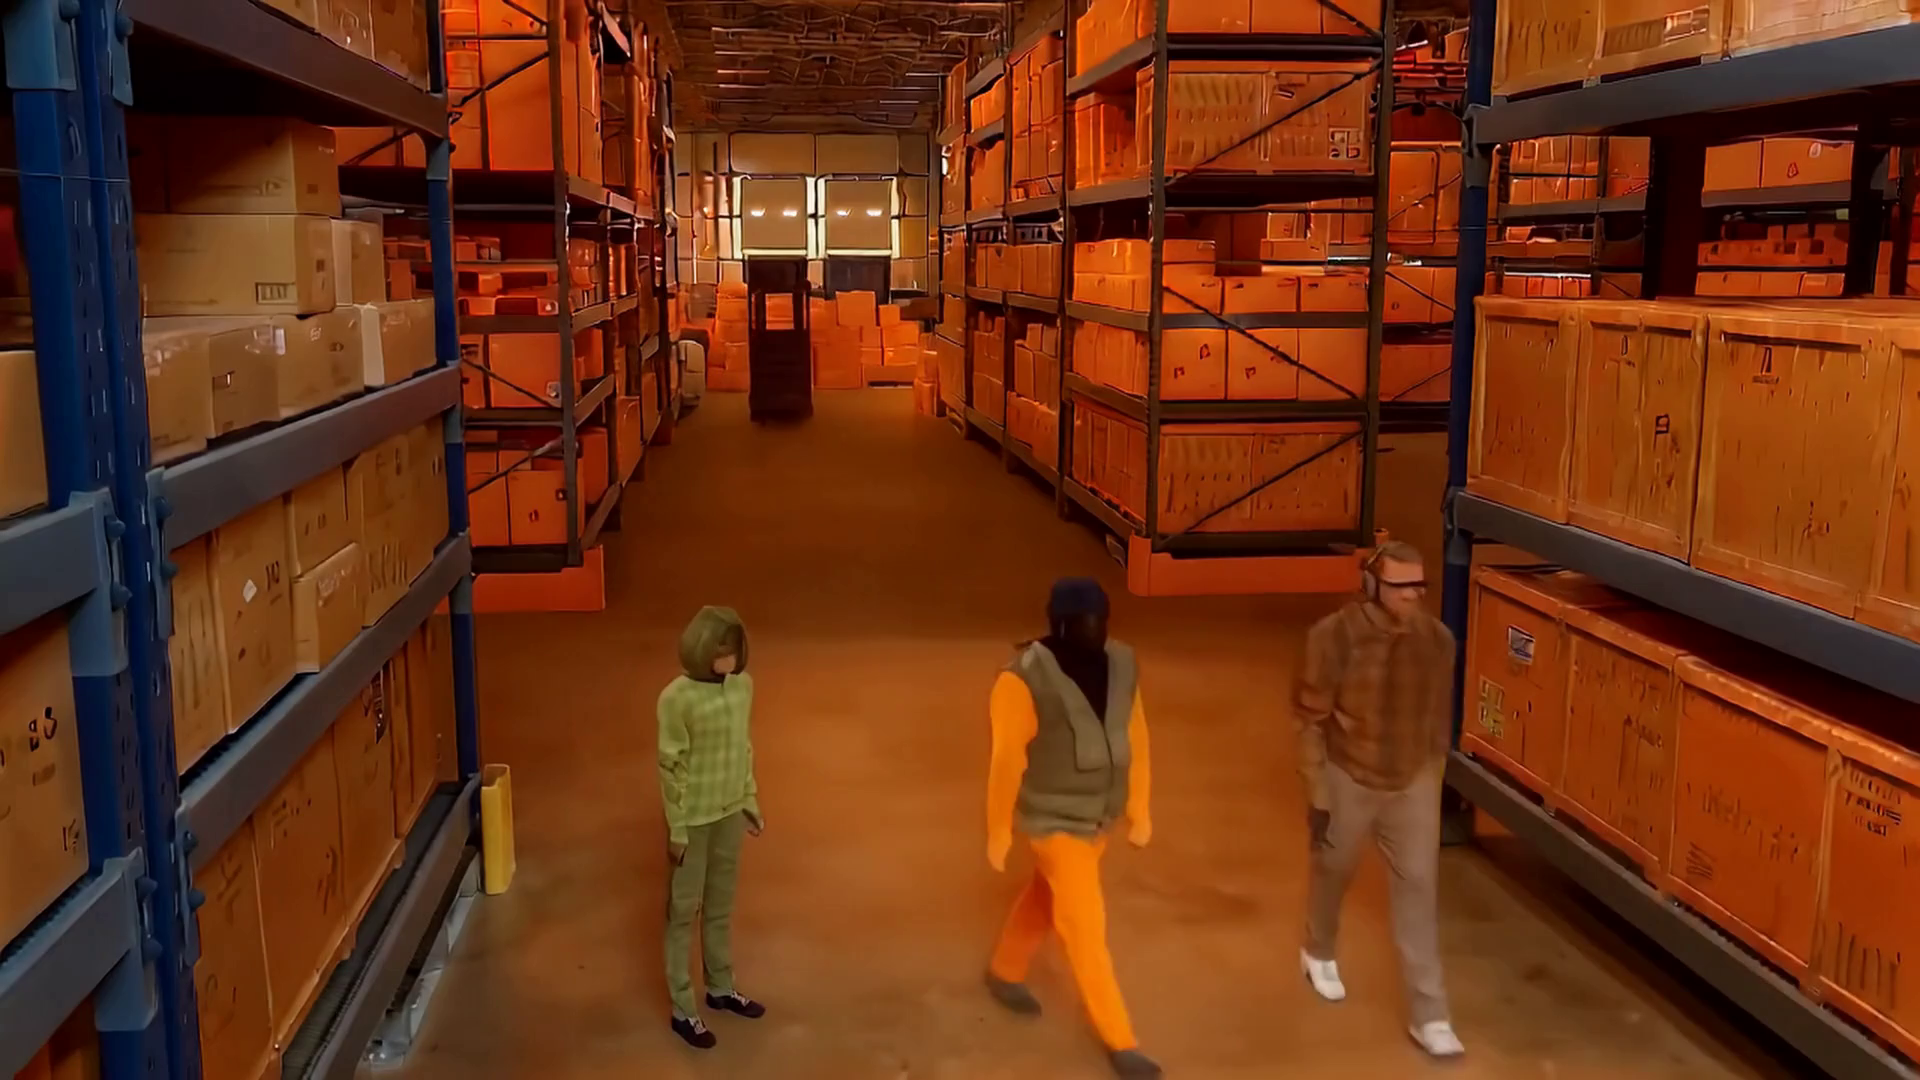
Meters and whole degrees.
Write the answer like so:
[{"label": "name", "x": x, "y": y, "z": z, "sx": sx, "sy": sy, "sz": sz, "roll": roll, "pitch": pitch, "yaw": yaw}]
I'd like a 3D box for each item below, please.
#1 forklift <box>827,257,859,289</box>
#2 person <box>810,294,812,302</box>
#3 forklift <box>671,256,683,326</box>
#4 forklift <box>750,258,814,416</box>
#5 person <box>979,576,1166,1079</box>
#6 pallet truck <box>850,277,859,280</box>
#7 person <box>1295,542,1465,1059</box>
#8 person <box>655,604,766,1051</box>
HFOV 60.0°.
[{"label": "forklift", "x": -3.293, "y": -6.577, "z": 46.858, "sx": 1.129, "sy": 2.768, "sz": 1.873, "roll": -1, "pitch": 10, "yaw": -7}, {"label": "person", "x": -6.051, "y": -9.089, "z": 64.987, "sx": 0.549, "sy": 1.667, "sz": 0.519, "roll": -3, "pitch": 10, "yaw": -15}, {"label": "forklift", "x": -11.354, "y": -9.571, "z": 64.286, "sx": 1.129, "sy": 2.768, "sz": 1.873, "roll": -1, "pitch": 10, "yaw": -7}, {"label": "forklift", "x": -3.277, "y": -3.722, "z": 30.233, "sx": 1.129, "sy": 2.768, "sz": 1.873, "roll": -1, "pitch": 10, "yaw": -7}, {"label": "person", "x": 0.386, "y": 0.994, "z": 6.031, "sx": 0.643, "sy": 1.794, "sz": 0.958, "roll": -9, "pitch": 13, "yaw": -41}, {"label": "pallet truck", "x": -3.782, "y": -9.391, "z": 65.808, "sx": 1.885, "sy": 1.965, "sz": 0.823, "roll": 2, "pitch": 10, "yaw": 10}, {"label": "person", "x": 1.546, "y": 0.923, "z": 6.180, "sx": 0.650, "sy": 1.854, "sz": 0.982, "roll": -1, "pitch": 10, "yaw": -7}, {"label": "person", "x": -0.915, "y": 1.036, "z": 6.160, "sx": 0.285, "sy": 1.633, "sz": 0.498, "roll": 6, "pitch": 11, "yaw": 32}]
